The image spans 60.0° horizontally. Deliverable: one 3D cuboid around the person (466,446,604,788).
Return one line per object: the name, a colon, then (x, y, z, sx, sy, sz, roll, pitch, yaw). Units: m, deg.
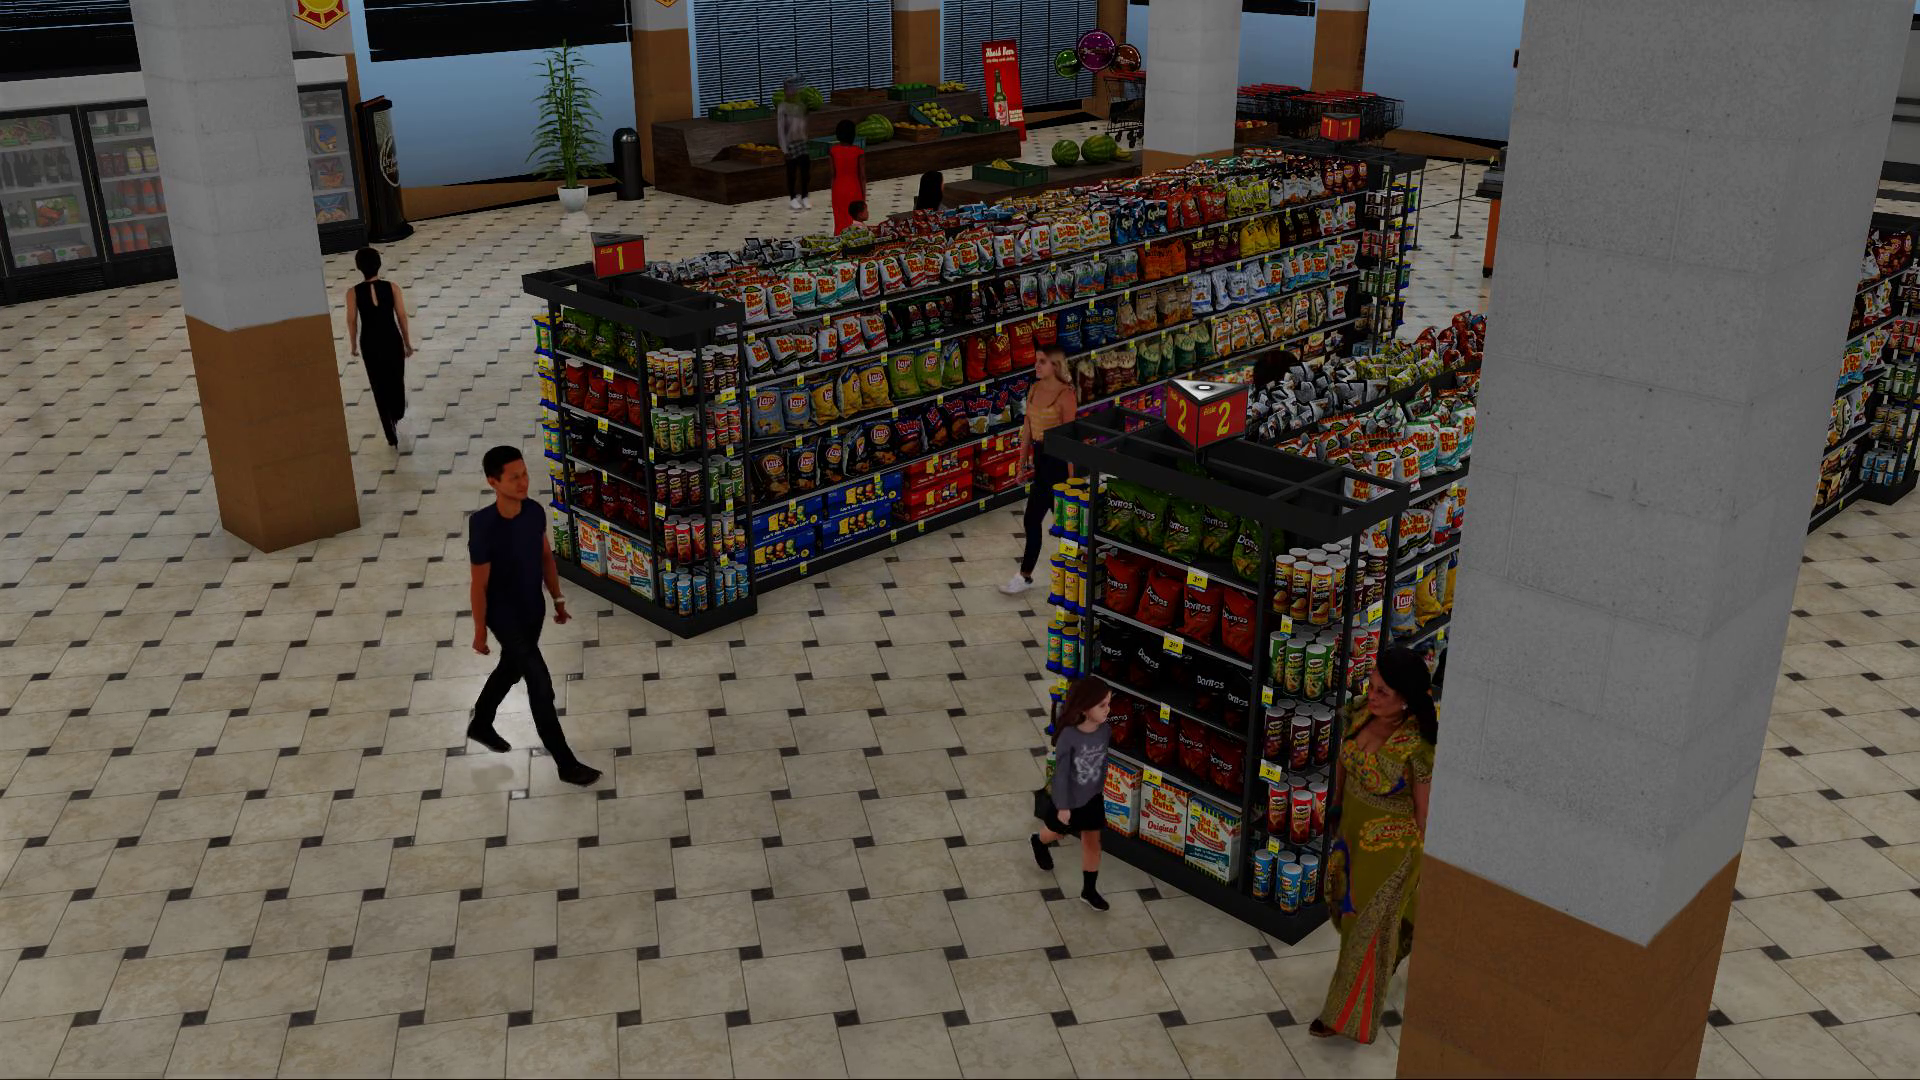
person: (-2.282, 0.370, 8.329, 0.980, 1.752, 1.166, 10, 24, 24)

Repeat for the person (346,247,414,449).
person: (-4.584, -1.487, 13.206, 1.032, 1.562, 0.871, -10, 24, -24)

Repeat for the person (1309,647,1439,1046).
person: (1.724, 1.153, 6.541, 1.166, 1.632, 0.901, -12, 25, -27)

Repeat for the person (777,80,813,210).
person: (-2.256, -5.352, 22.592, 0.685, 1.737, 0.785, -19, 28, -39)

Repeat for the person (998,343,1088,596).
person: (0.644, -0.473, 10.643, 1.172, 1.591, 0.725, -15, 26, -32)

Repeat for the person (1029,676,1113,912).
person: (0.491, 1.093, 7.423, 0.761, 1.087, 0.649, -12, 25, -27)

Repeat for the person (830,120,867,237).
person: (-1.287, -3.908, 18.990, 0.635, 1.742, 0.678, 2, 22, 6)

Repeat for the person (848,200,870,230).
person: (-1.020, -2.764, 16.724, 0.556, 1.308, 0.541, -11, 24, -26)

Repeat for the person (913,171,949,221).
person: (-0.243, -2.569, 15.604, 0.606, 1.781, 0.548, 16, 27, 35)
